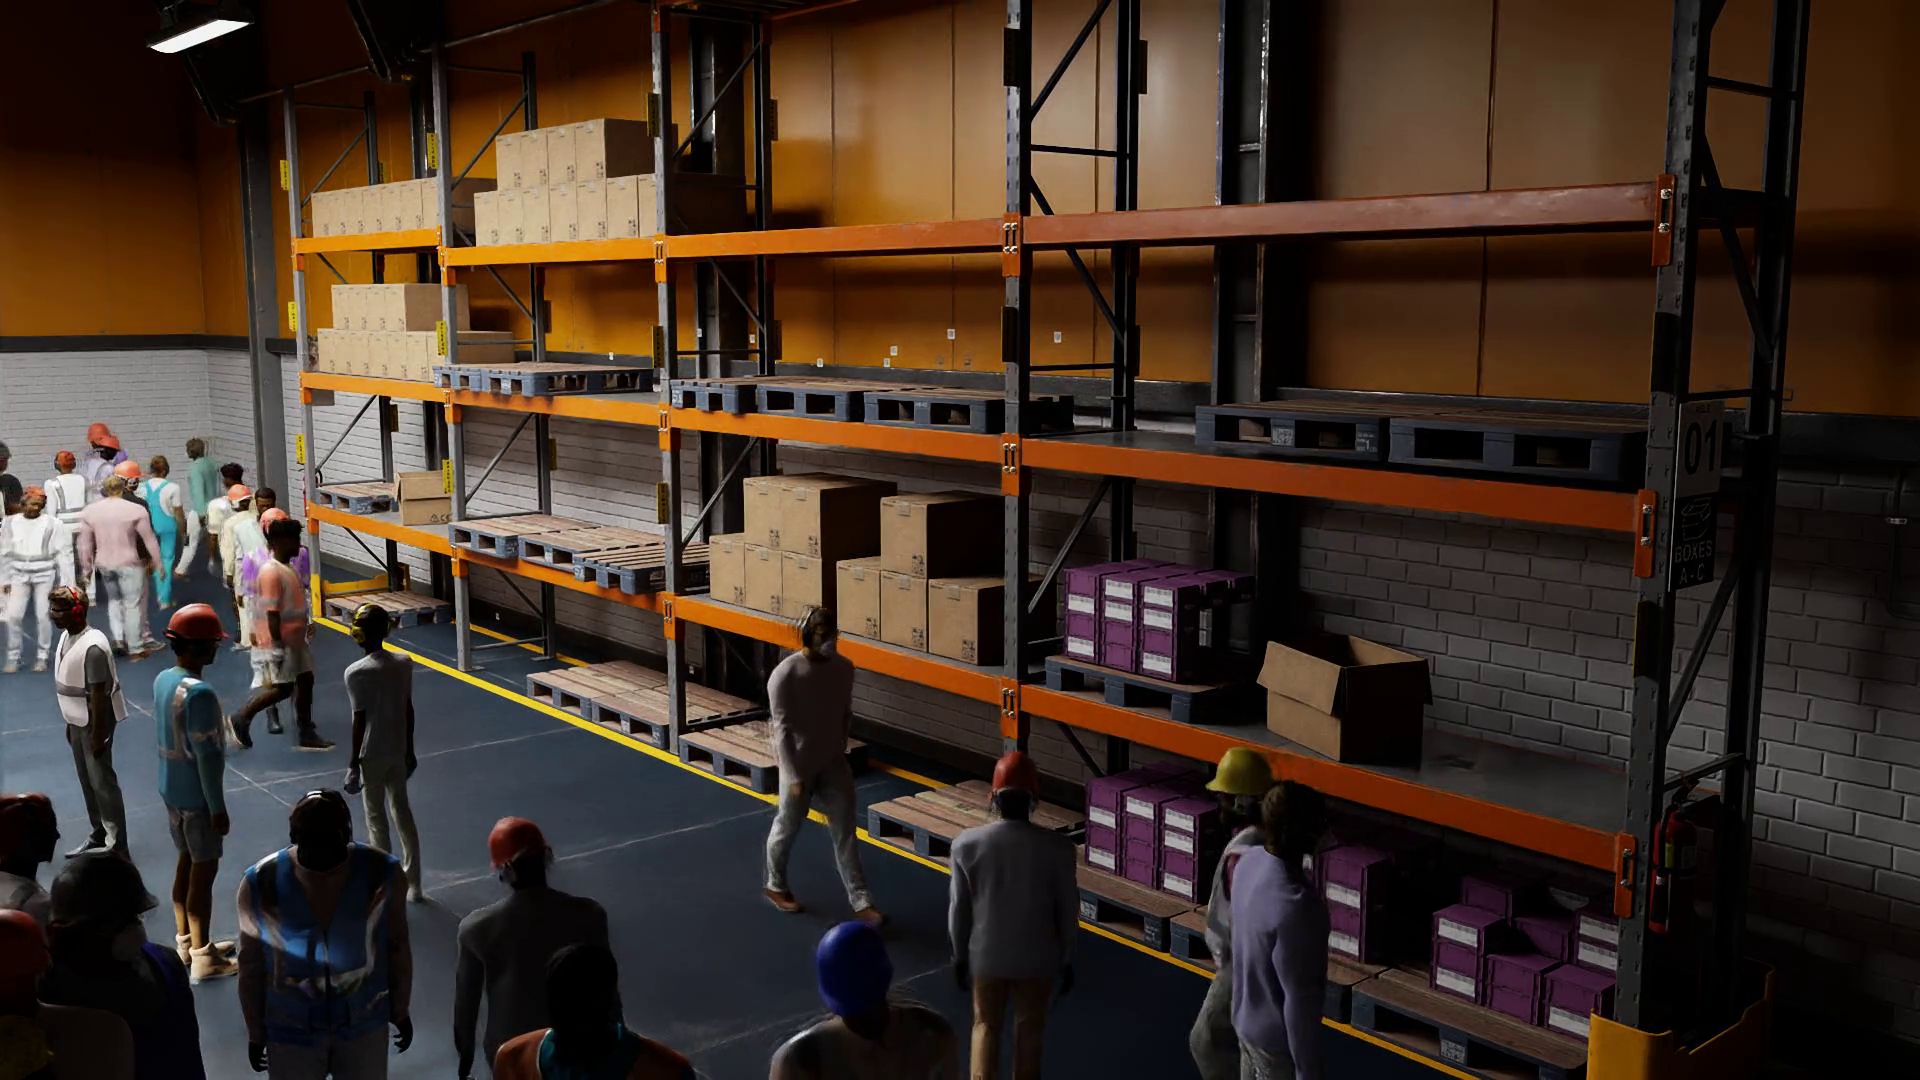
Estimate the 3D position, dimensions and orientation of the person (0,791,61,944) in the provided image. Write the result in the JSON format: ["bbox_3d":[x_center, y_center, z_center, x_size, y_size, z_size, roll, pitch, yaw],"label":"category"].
[{"bbox_3d":[-3.397,1.842,6.080,0.583,1.883,0.337,6,10,34],"label":"person"}]

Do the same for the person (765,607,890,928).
[{"bbox_3d":[-0.830,1.325,9.676,0.639,1.890,0.998,-7,11,-39],"label":"person"}]

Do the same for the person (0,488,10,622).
[{"bbox_3d":[-11.000,-0.016,18.846,0.387,1.927,0.589,-4,9,-28],"label":"person"}]

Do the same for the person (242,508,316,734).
[{"bbox_3d":[-5.736,0.679,14.049,0.548,1.924,0.387,-7,11,-39],"label":"person"}]

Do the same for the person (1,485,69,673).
[{"bbox_3d":[-9.048,0.388,16.285,0.626,1.854,0.536,-2,8,-12],"label":"person"}]

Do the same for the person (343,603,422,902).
[{"bbox_3d":[-3.461,1.298,9.931,0.309,1.864,0.535,4,9,25],"label":"person"}]

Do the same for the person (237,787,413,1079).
[{"bbox_3d":[-2.395,1.834,6.319,0.622,1.837,0.430,-3,9,-23],"label":"person"}]

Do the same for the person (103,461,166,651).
[{"bbox_3d":[-8.632,0.171,17.317,0.612,1.994,0.395,3,9,21],"label":"person"}]

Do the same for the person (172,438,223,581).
[{"bbox_3d":[-9.855,-0.397,21.690,1.048,1.886,0.648,0,8,-2],"label":"person"}]

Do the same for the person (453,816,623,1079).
[{"bbox_3d":[-1.609,1.893,6.362,0.631,1.696,0.811,-3,9,-17],"label":"person"}]

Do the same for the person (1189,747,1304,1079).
[{"bbox_3d":[1.209,1.755,6.947,0.441,1.817,0.612,5,10,33],"label":"person"}]

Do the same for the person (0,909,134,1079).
[{"bbox_3d":[-2.634,1.991,4.714,0.617,1.986,0.408,-4,9,-24],"label":"person"}]

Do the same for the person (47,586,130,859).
[{"bbox_3d":[-5.621,1.196,10.760,0.561,1.836,0.393,8,11,44],"label":"person"}]

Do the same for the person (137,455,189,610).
[{"bbox_3d":[-9.409,-0.096,19.725,0.540,1.830,0.560,0,8,3],"label":"person"}]

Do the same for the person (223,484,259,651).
[{"bbox_3d":[-7.464,0.289,17.371,0.359,1.743,0.566,3,9,23],"label":"person"}]

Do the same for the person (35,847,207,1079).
[{"bbox_3d":[-2.502,1.919,5.010,0.538,2.000,0.682,3,9,19],"label":"person"}]

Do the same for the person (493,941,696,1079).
[{"bbox_3d":[-1.031,2.029,4.691,0.587,1.913,0.393,1,8,6],"label":"person"}]

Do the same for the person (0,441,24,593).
[{"bbox_3d":[-11.151,-0.153,19.409,0.716,2.000,0.577,2,8,15],"label":"person"}]

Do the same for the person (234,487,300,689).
[{"bbox_3d":[-6.515,0.445,15.715,0.593,1.911,0.385,-2,8,-13],"label":"person"}]

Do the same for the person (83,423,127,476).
[{"bbox_3d":[-11.528,-0.574,22.488,0.639,2.011,0.626,2,8,13],"label":"person"}]

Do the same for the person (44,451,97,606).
[{"bbox_3d":[-10.533,-0.119,19.715,0.342,1.882,0.579,5,10,33],"label":"person"}]

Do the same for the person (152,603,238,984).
[{"bbox_3d":[-4.099,1.352,8.983,0.405,2.035,0.607,-8,11,-43],"label":"person"}]

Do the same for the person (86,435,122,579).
[{"bbox_3d":[-11.175,-0.424,21.818,0.572,1.884,0.740,7,11,40],"label":"person"}]

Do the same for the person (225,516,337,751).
[{"bbox_3d":[-5.471,0.774,13.313,0.730,1.939,0.630,0,8,-3],"label":"person"}]

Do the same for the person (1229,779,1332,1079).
[{"bbox_3d":[1.176,1.817,6.068,0.364,1.939,0.636,-1,8,-9],"label":"person"}]

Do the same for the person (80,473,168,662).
[{"bbox_3d":[-8.460,0.288,16.839,0.761,1.909,0.465,0,8,-3],"label":"person"}]

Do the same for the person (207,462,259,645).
[{"bbox_3d":[-7.614,0.155,17.572,0.419,1.948,0.626,7,11,40],"label":"person"}]

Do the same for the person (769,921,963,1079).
[{"bbox_3d":[-0.282,1.998,4.996,0.643,1.900,0.953,-5,9,-30],"label":"person"}]

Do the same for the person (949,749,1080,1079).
[{"bbox_3d":[0.229,1.770,7.112,0.563,1.736,0.499,1,8,7],"label":"person"}]

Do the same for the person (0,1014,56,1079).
[{"bbox_3d":[-2.551,2.140,4.540,0.486,1.737,0.323,2,8,11],"label":"person"}]
